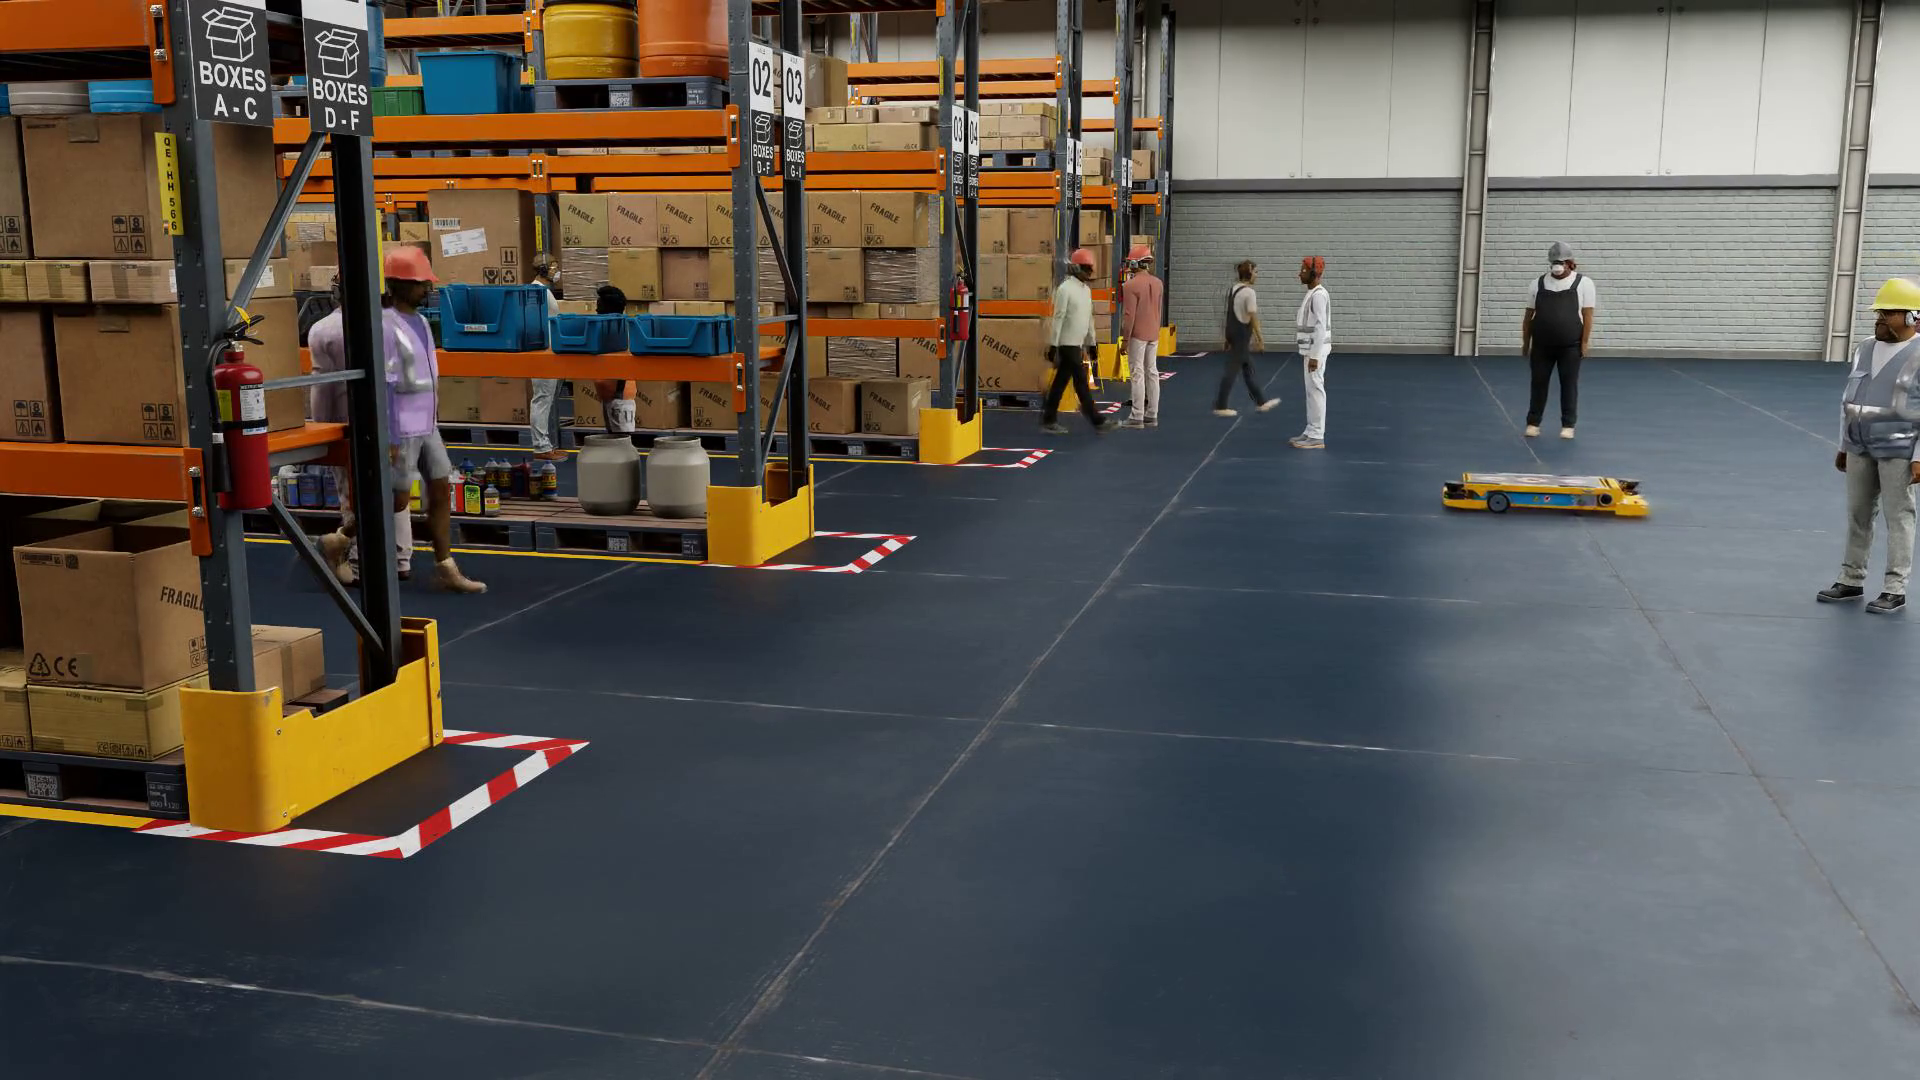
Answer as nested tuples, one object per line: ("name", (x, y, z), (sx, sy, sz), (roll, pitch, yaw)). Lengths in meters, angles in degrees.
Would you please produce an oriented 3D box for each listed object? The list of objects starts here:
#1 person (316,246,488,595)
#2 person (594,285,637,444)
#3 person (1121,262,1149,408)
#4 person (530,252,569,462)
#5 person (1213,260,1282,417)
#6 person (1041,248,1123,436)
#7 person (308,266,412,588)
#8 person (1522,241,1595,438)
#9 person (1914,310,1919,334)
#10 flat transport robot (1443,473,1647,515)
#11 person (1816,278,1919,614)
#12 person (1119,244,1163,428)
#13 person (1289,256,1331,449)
("person", (-3.233, -0.666, 9.514), (0.907, 2.016, 0.611), (2, 10, 10))
("person", (-2.656, -1.101, 12.791), (0.318, 1.697, 0.535), (-4, 11, -23))
("person", (2.173, -2.526, 20.309), (0.403, 1.831, 0.596), (10, 14, 43))
("person", (-3.845, -1.681, 15.369), (0.364, 1.934, 0.625), (-2, 10, -12))
("person", (3.362, -2.320, 19.245), (0.947, 1.796, 0.541), (-3, 11, -15))
("person", (1.287, -2.044, 17.316), (1.029, 1.939, 0.638), (5, 11, 26))
("person", (-3.541, -0.672, 9.830), (0.404, 1.911, 0.636), (9, 14, 41))
("person", (6.163, -2.072, 17.219), (0.690, 2.000, 0.535), (6, 12, 29))
("person", (10.076, -2.003, 17.290), (0.732, 1.899, 0.421), (-9, 14, -42))
("flat transport robot", (4.423, -0.362, 12.647), (1.431, 0.197, 0.652), (3, 11, 16))
("person", (5.096, -0.518, 9.183), (0.404, 1.833, 0.590), (-4, 11, -22))
("person", (1.962, -2.217, 18.143), (0.610, 1.996, 0.386), (-10, 14, -44))
("person", (3.465, -1.838, 16.359), (0.362, 1.882, 0.576), (1, 10, 6))
